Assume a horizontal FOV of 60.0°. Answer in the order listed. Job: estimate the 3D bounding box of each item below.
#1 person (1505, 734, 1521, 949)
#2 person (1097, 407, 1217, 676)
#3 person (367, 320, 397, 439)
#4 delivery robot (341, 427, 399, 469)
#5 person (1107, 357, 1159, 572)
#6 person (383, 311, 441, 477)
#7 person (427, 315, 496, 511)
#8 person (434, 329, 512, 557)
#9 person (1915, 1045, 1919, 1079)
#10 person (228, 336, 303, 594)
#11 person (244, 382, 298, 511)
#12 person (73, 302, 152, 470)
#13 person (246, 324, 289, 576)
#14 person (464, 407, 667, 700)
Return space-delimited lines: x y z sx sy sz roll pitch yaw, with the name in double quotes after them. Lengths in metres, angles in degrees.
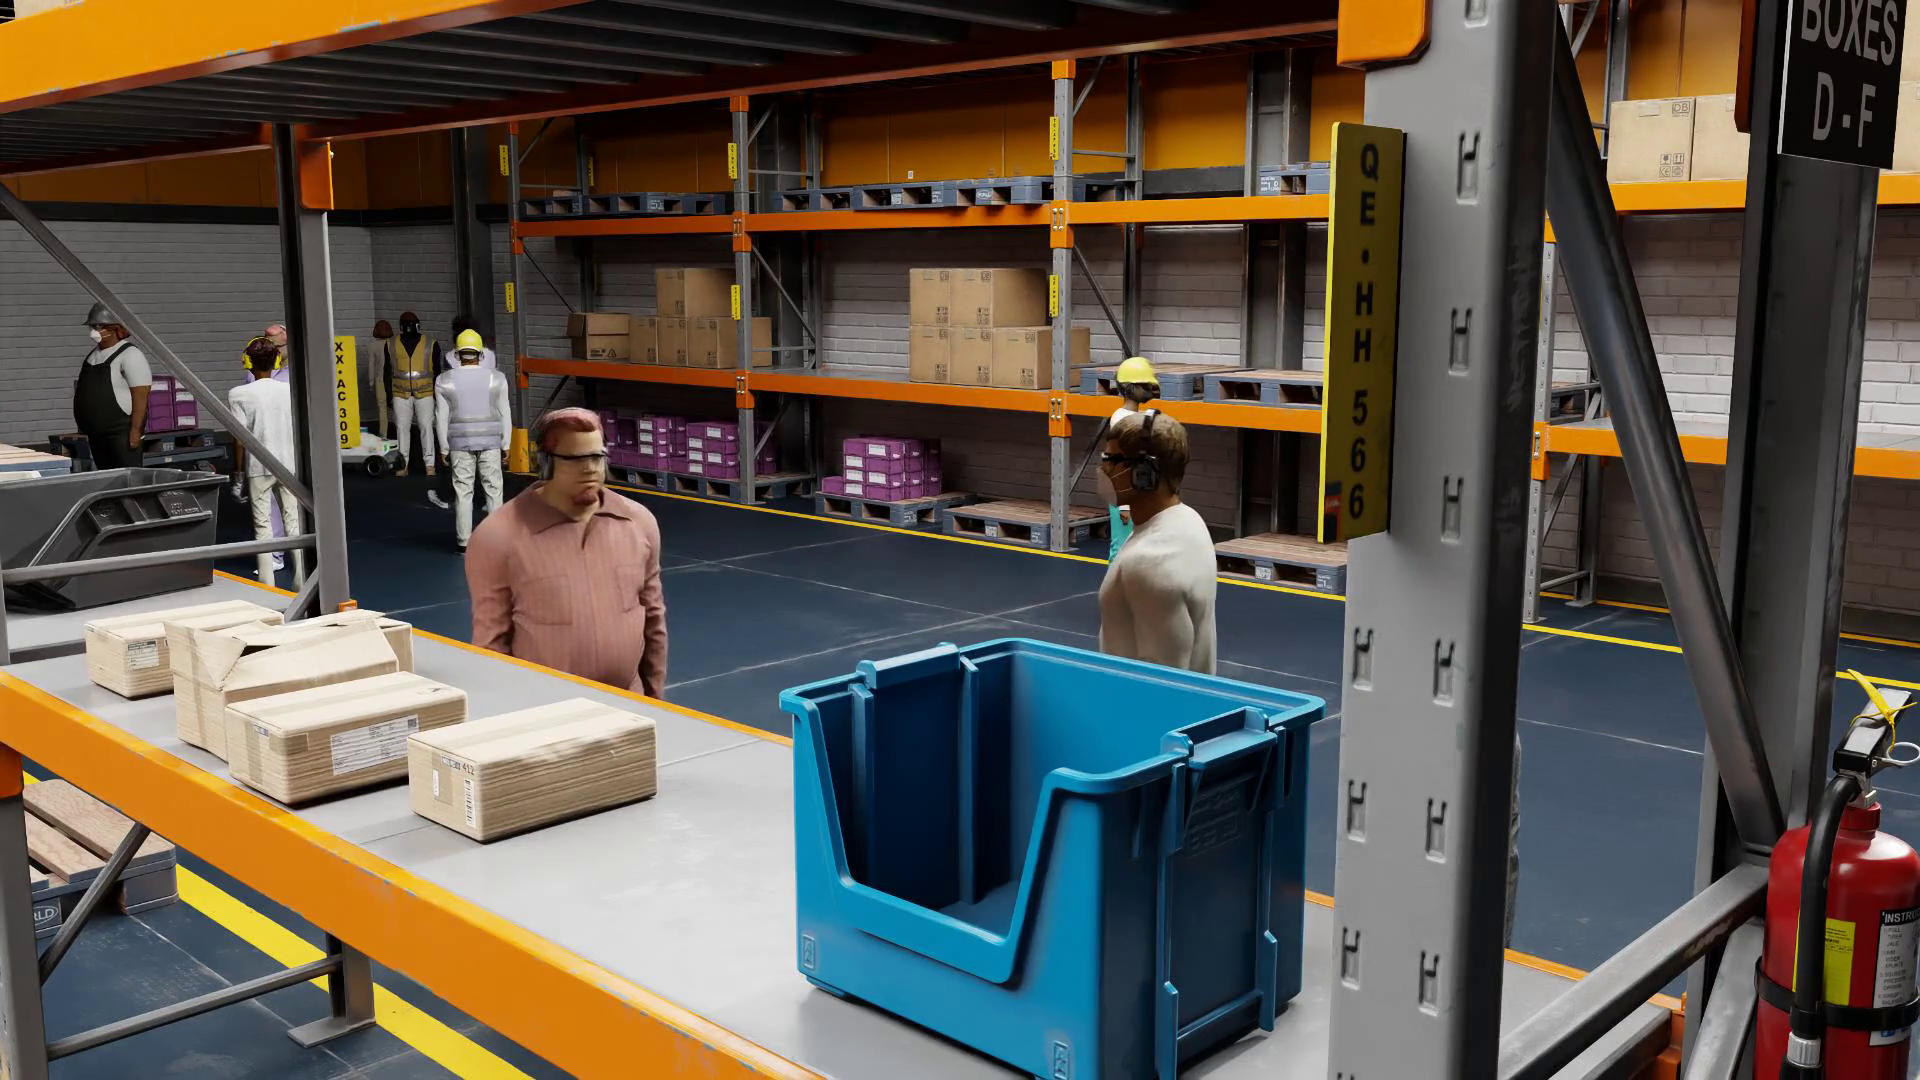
0.981 0.862 3.638 0.321 1.742 0.492 -5 10 -26 "person"
0.540 0.598 4.656 0.379 1.940 0.629 2 9 12 "person"
-7.659 -2.115 22.214 0.500 1.636 0.280 -7 12 -38 "person"
-6.609 -1.007 18.442 0.707 0.478 0.477 1 9 8 "delivery robot"
1.081 -0.259 10.434 0.305 1.771 0.525 3 10 19 "person"
-6.116 -1.627 18.600 0.625 1.844 0.429 -2 10 -13 "person"
-4.732 -1.207 15.948 0.999 1.867 0.607 7 12 38 "person"
-3.915 -0.777 13.415 0.588 1.833 0.404 -4 10 -21 "person"
1.976 0.926 2.970 0.601 1.830 0.403 -1 9 -4 "person"
-4.641 -0.432 11.185 0.508 1.872 0.329 -9 13 -42 "person"
-5.914 -0.876 14.446 0.529 1.692 0.321 -4 10 -26 "person"
-7.129 -0.968 13.950 0.674 2.000 0.535 5 11 30 "person"
-5.098 -0.672 12.563 0.638 1.903 0.408 0 9 2 "person"
-1.193 0.534 5.188 0.636 1.899 0.396 -7 12 -38 "person"
